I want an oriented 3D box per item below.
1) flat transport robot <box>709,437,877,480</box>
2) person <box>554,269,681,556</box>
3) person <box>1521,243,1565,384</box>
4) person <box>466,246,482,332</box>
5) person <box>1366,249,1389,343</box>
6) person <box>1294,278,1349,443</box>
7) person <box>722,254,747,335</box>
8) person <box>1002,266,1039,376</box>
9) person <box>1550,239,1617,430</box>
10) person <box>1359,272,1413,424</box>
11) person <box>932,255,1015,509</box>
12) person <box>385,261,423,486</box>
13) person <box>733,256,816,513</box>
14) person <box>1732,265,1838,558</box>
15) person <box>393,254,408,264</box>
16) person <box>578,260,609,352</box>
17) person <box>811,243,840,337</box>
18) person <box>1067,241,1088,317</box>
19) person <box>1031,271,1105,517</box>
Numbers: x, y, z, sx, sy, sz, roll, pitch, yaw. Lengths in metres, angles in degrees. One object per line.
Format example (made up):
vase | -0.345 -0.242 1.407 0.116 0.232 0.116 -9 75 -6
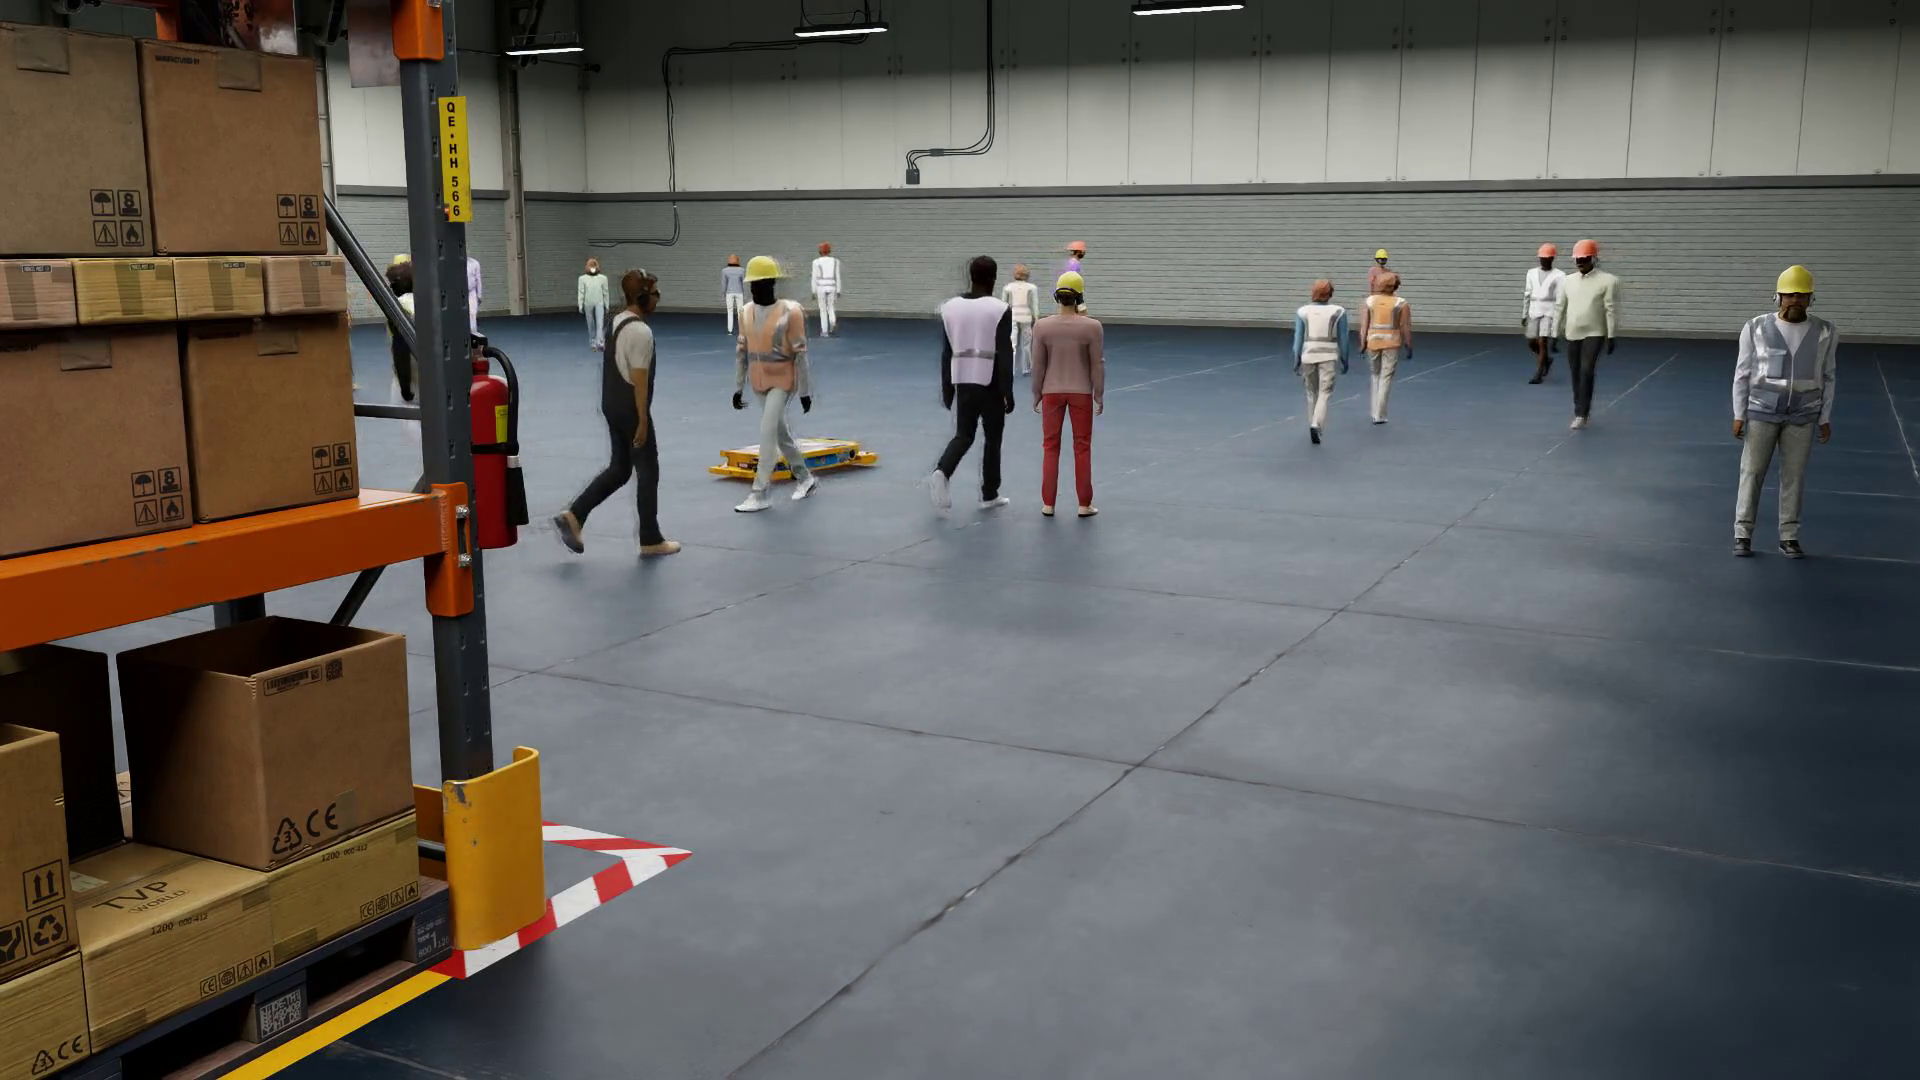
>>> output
flat transport robot | -1.414 -0.705 14.217 0.652 0.197 1.431 7 13 35
person | -2.145 -0.770 10.359 0.729 1.823 0.528 -8 13 -38
person | 8.023 -3.105 22.805 0.565 1.920 0.674 10 14 44
person | -9.085 -4.478 30.468 0.652 1.854 1.014 -4 11 -19
person | 7.654 -4.418 30.385 0.524 1.770 0.315 -7 12 -33
person | 3.536 -1.766 16.367 0.521 1.612 0.807 5 12 25
person | -4.594 -4.991 33.870 0.507 1.631 0.265 -2 11 -9
person | 0.846 -3.111 23.764 0.579 1.581 0.934 2 11 9
person | 6.464 -2.132 17.350 0.647 1.966 0.769 9 14 41
person | 4.641 -2.074 17.990 0.552 1.613 0.665 7 13 35
person | 0.092 -1.134 12.183 0.598 1.886 0.753 6 12 31
person | -4.290 -1.290 13.201 0.449 1.820 0.634 4 11 21
person | -1.386 -1.185 12.482 0.599 1.881 0.988 8 13 37
person | 5.166 -0.796 10.446 0.586 1.835 0.403 3 11 15
person | -8.543 -3.498 25.451 0.555 1.723 0.514 6 12 31
person | -6.308 -4.018 28.652 0.525 1.591 0.817 -2 11 -12
person | -2.680 -4.986 33.190 0.602 1.872 0.445 -5 12 -27
person | 2.156 -4.549 30.696 0.419 1.922 0.553 -1 10 -3
person | 0.779 -1.042 11.978 0.533 1.767 0.312 2 11 11
